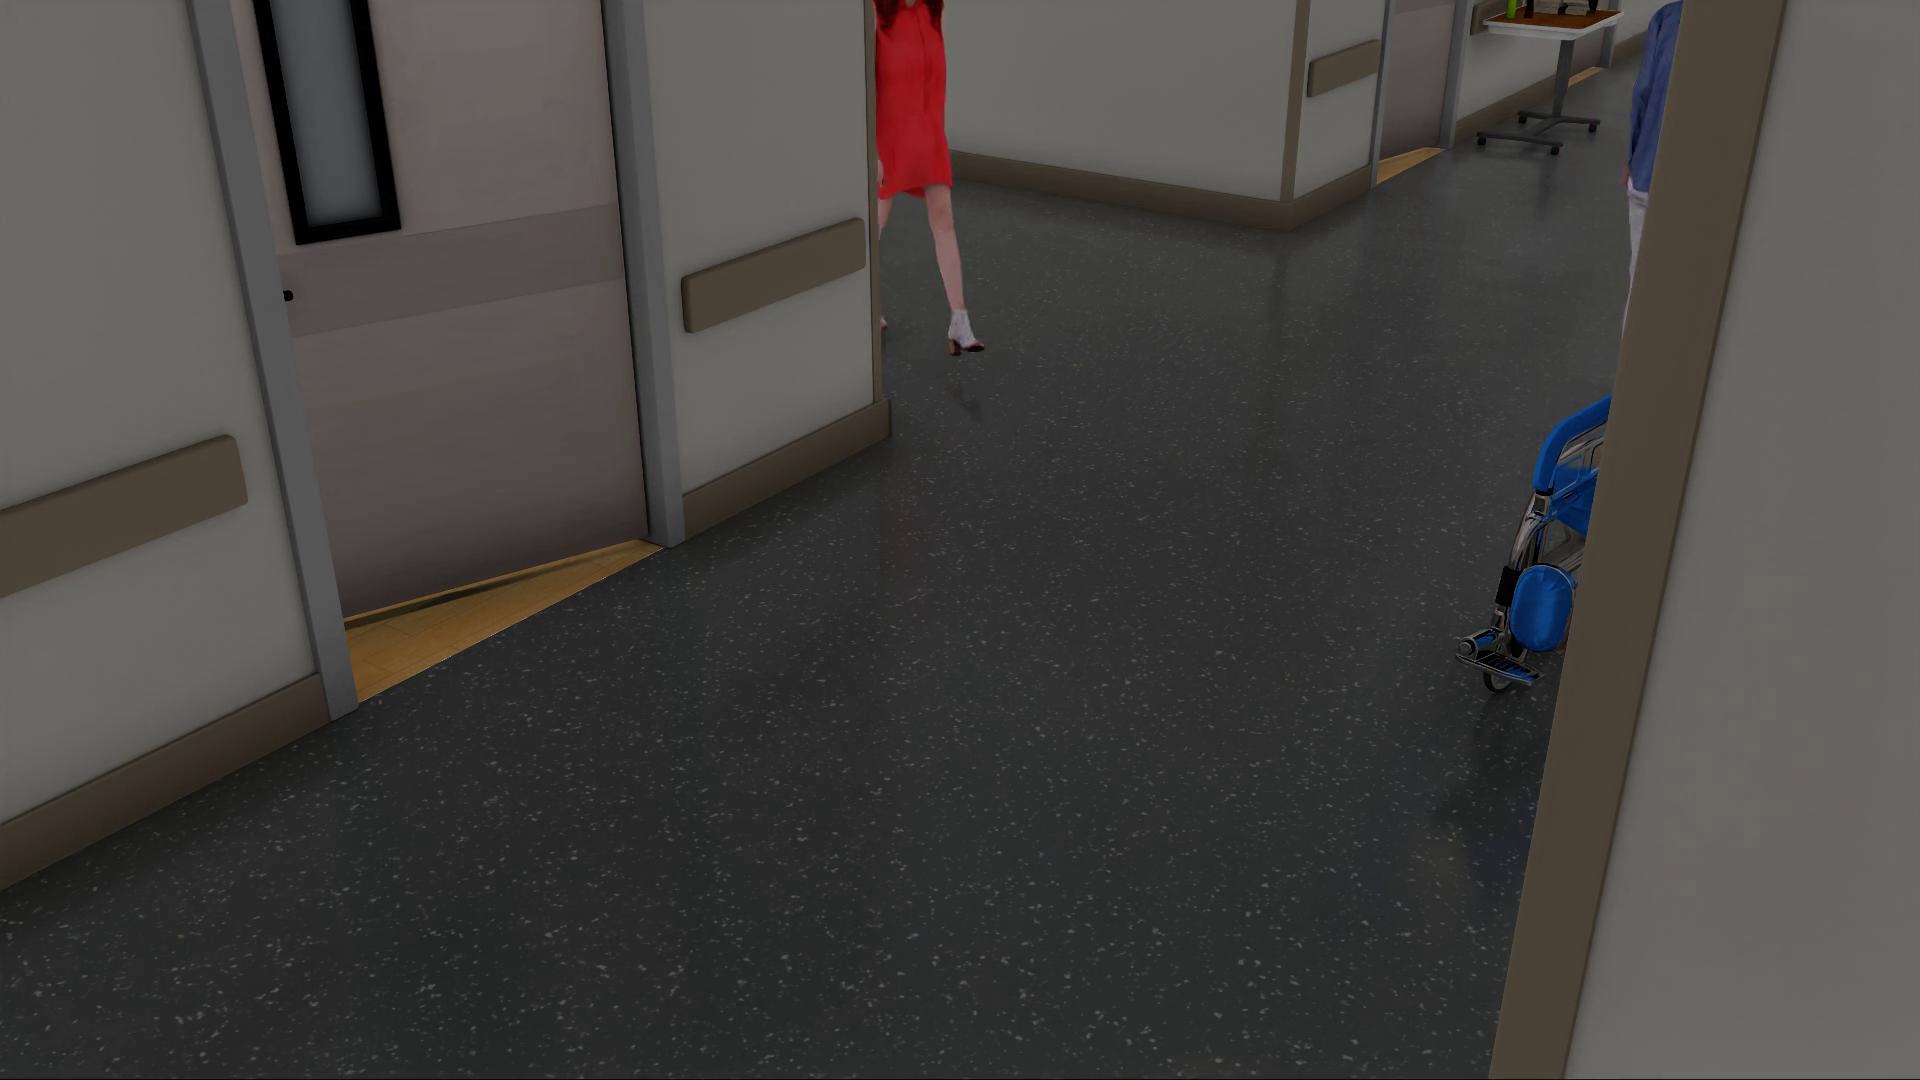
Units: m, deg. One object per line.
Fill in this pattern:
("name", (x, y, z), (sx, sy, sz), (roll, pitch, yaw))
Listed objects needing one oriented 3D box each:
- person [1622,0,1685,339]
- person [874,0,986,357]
("person", (2.750, -1.384, 6.394), (0.676, 1.878, 0.675), (20, 32, 35))
("person", (-0.292, -1.691, 7.148), (1.174, 1.774, 1.025), (-14, 29, -26))
